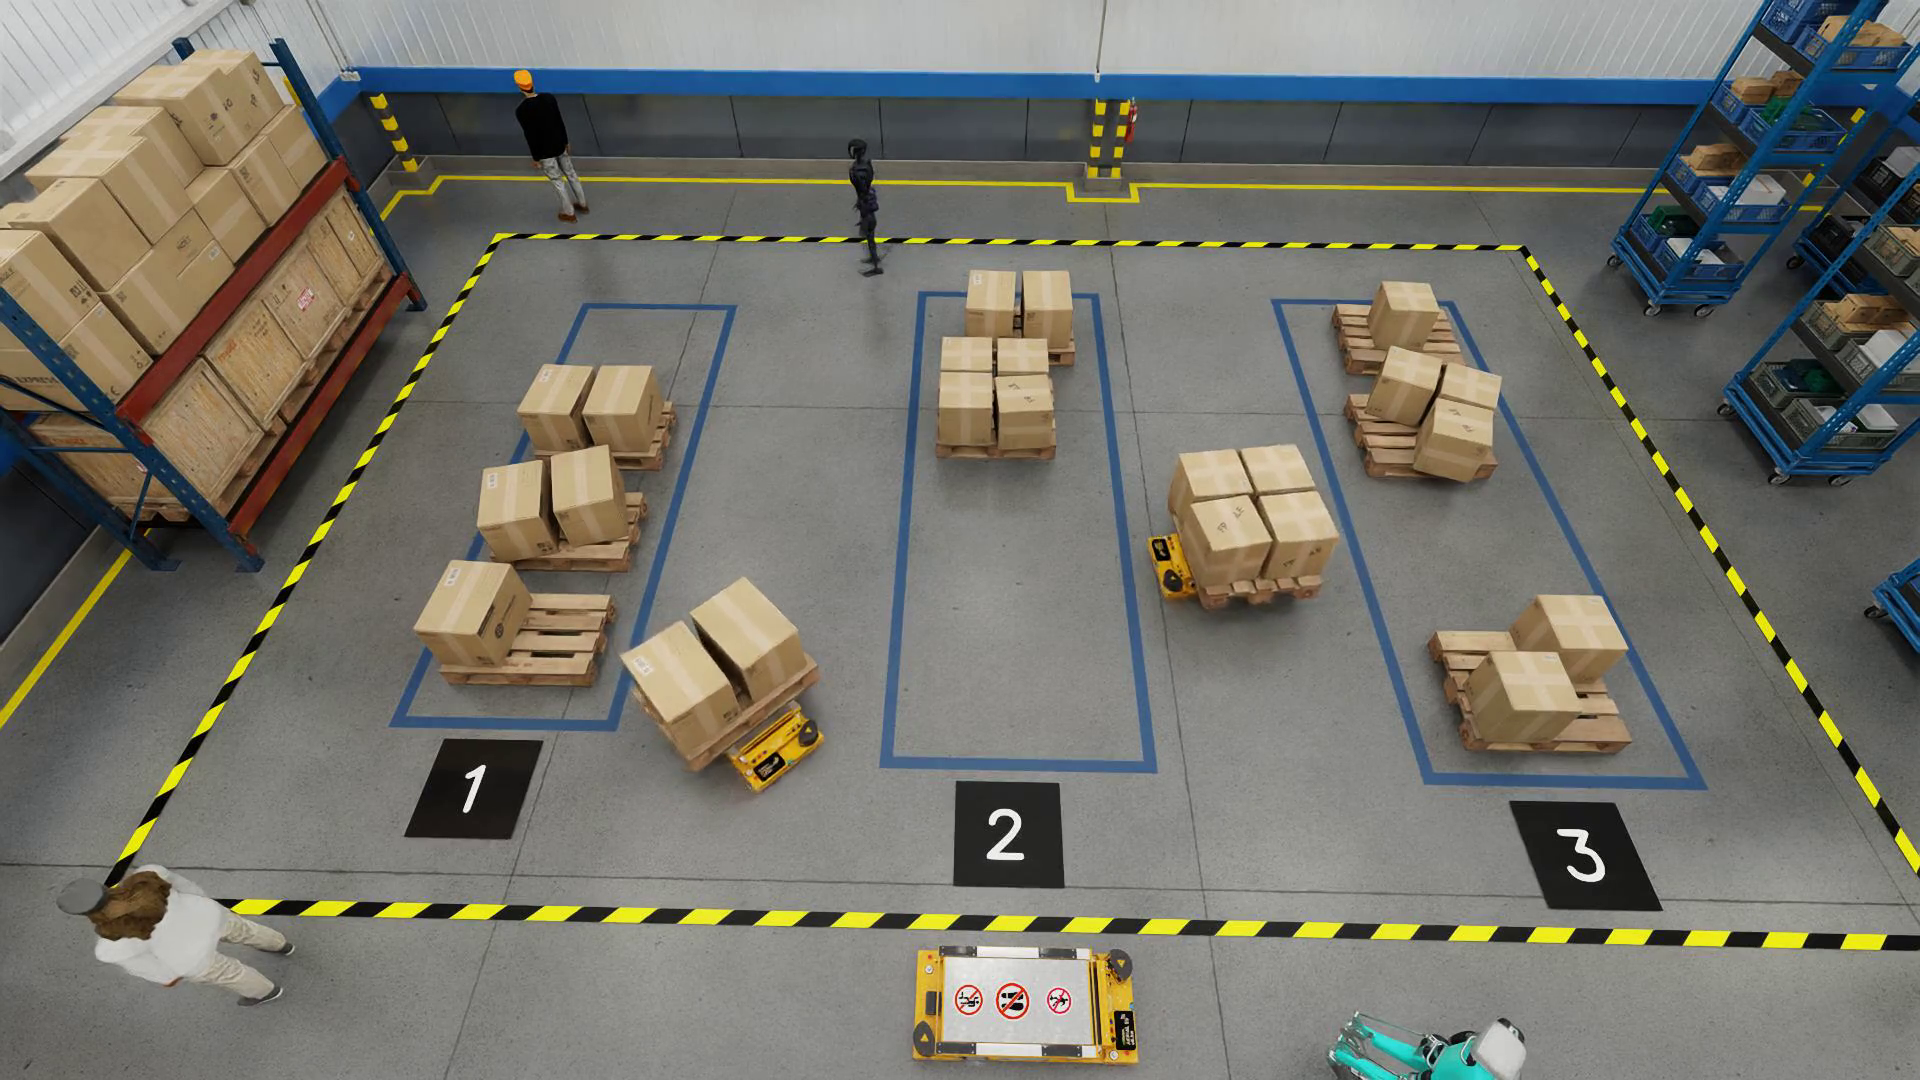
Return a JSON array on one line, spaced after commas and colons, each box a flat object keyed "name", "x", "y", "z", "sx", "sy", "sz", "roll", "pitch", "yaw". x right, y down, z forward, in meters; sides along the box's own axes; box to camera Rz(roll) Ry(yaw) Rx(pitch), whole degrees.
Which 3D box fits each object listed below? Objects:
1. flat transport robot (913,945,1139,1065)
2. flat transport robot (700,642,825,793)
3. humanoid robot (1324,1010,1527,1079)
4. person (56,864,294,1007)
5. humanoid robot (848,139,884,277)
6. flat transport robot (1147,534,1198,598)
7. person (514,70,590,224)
[{"name": "flat transport robot", "x": 0.422, "y": 3.041, "z": 6.007, "sx": 1.431, "sy": 0.231, "sz": 0.659, "roll": 1, "pitch": 51, "yaw": 1}, {"name": "flat transport robot", "x": -1.801, "y": 1.310, "z": 7.400, "sx": 0.652, "sy": 0.197, "sz": 1.431, "roll": -37, "pitch": 60, "yaw": -26}, {"name": "humanoid robot", "x": 2.452, "y": 2.858, "z": 5.125, "sx": 0.533, "sy": 1.671, "sz": 0.735, "roll": -37, "pitch": 60, "yaw": -26}, {"name": "person", "x": -4.686, "y": 2.412, "z": 5.554, "sx": 0.404, "sy": 1.762, "sz": 0.564, "roll": -3, "pitch": 51, "yaw": -3}, {"name": "humanoid robot", "x": -1.114, "y": -3.883, "z": 10.733, "sx": 0.315, "sy": 1.657, "sz": 0.599, "roll": -7, "pitch": 51, "yaw": -6}, {"name": "flat transport robot", "x": 2.491, "y": 0.152, "z": 8.344, "sx": 1.431, "sy": 0.197, "sz": 0.652, "roll": -5, "pitch": 51, "yaw": -4}, {"name": "person", "x": -5.114, "y": -4.880, "z": 11.424, "sx": 0.383, "sy": 1.880, "sz": 0.588, "roll": 25, "pitch": 55, "yaw": 19}]
